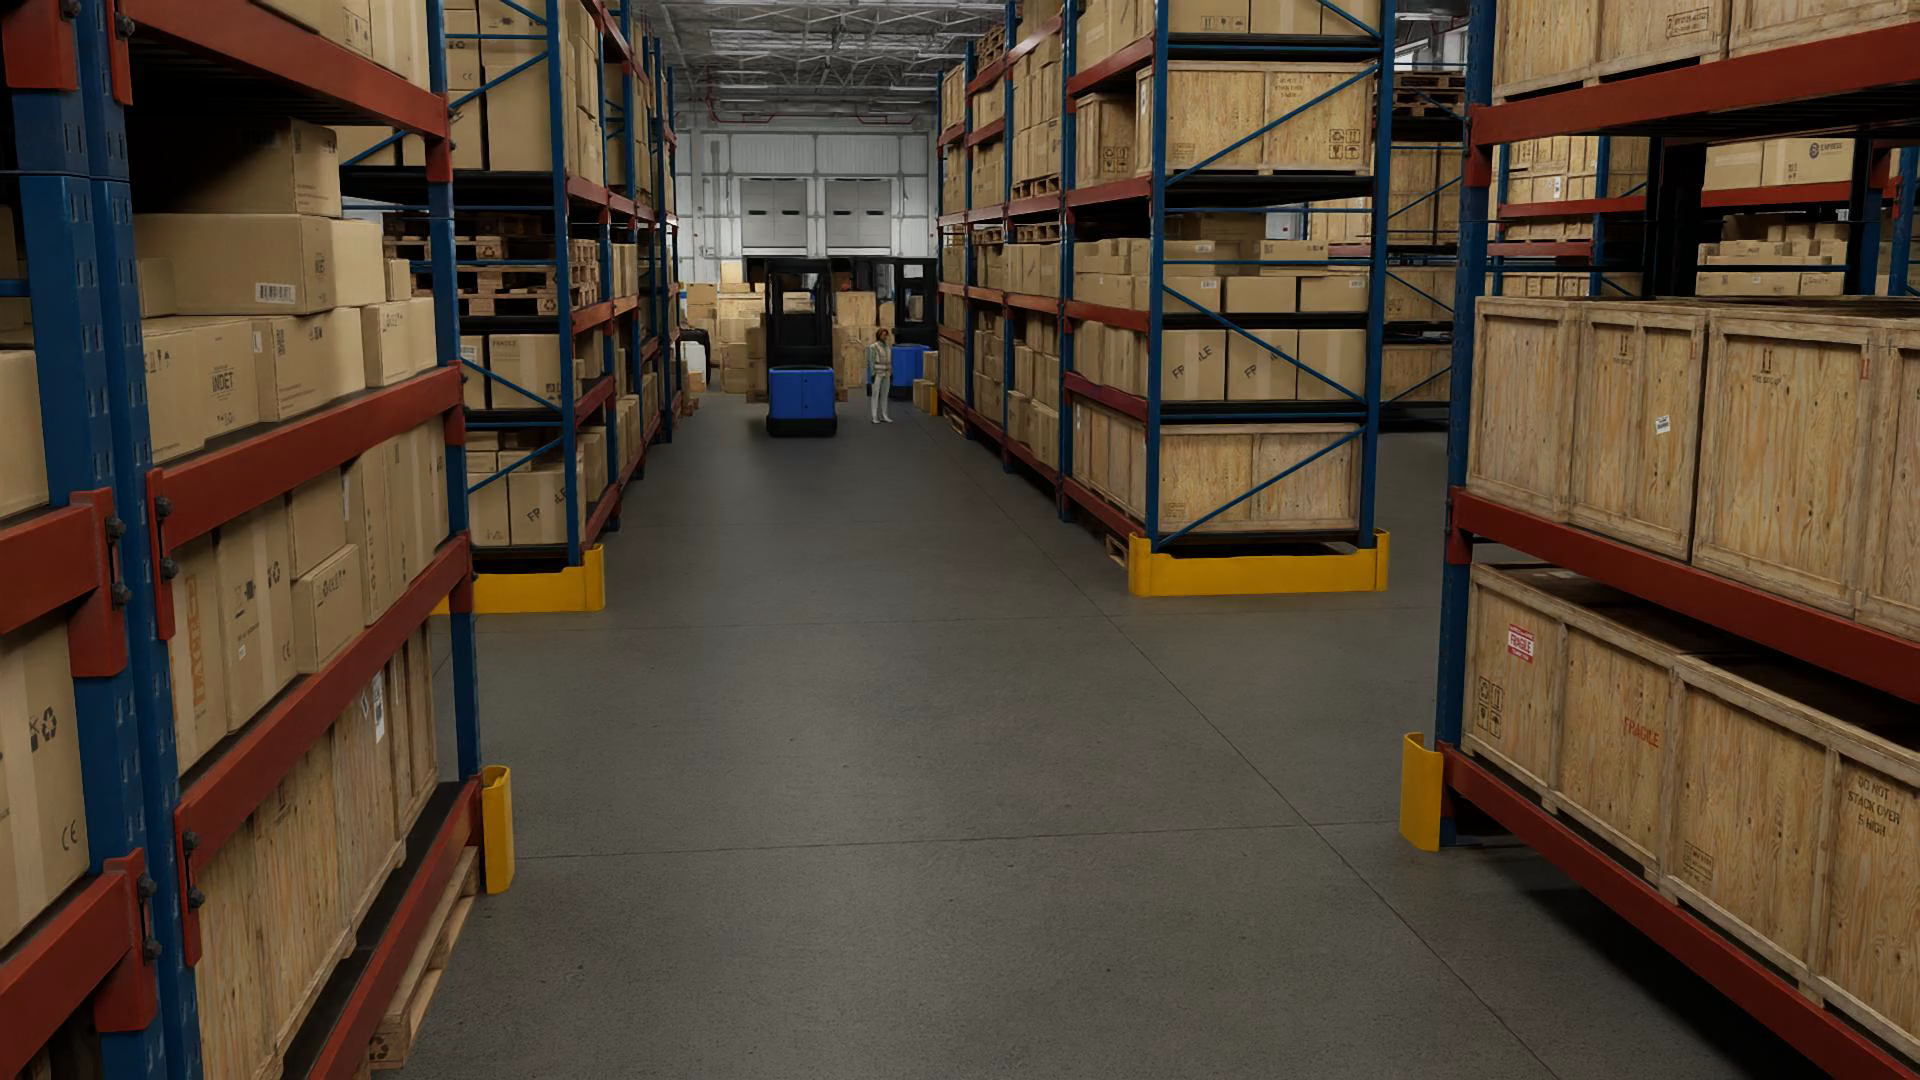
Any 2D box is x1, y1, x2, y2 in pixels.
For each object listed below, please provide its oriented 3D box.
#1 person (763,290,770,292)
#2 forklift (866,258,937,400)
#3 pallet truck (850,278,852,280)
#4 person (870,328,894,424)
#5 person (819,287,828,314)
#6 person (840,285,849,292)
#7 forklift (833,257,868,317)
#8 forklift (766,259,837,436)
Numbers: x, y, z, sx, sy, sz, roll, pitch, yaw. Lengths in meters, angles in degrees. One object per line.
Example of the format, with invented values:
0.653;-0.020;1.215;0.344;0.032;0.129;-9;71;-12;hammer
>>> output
-5.353;-5.943;45.900;0.355;1.938;0.634;0;10;2;person
-0.924;-4.260;33.368;1.129;2.768;1.873;8;12;37;forklift
-3.782;-9.391;65.808;1.885;1.965;0.823;2;10;10;pallet truck
-1.349;-2.822;28.608;0.310;1.638;0.522;9;13;42;person
-4.374;-7.325;54.036;0.509;1.932;0.669;-8;12;-38;person
-3.734;-7.494;55.059;0.655;1.879;0.959;-9;13;-41;person
-2.884;-6.733;47.766;1.873;2.768;1.129;-3;10;-15;forklift
-2.592;-3.153;26.921;1.129;2.768;1.873;-1;10;-7;forklift
